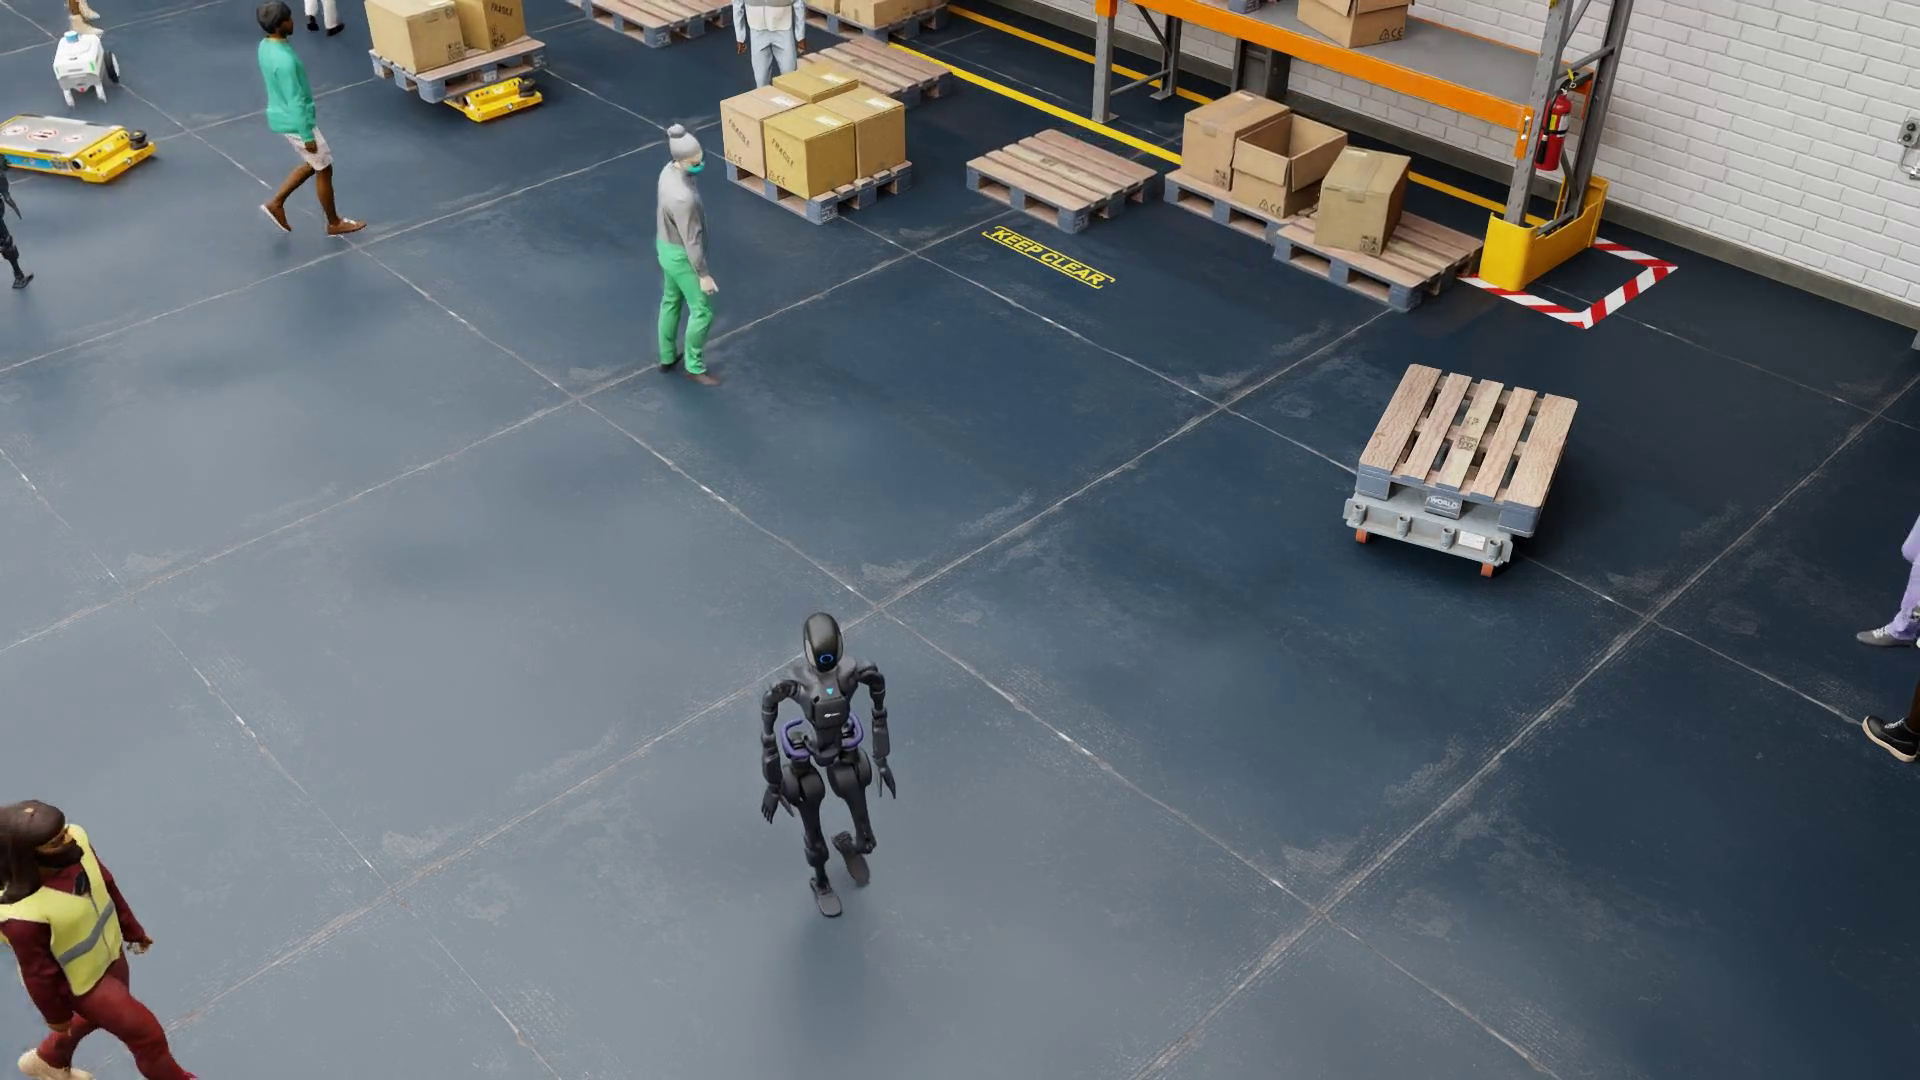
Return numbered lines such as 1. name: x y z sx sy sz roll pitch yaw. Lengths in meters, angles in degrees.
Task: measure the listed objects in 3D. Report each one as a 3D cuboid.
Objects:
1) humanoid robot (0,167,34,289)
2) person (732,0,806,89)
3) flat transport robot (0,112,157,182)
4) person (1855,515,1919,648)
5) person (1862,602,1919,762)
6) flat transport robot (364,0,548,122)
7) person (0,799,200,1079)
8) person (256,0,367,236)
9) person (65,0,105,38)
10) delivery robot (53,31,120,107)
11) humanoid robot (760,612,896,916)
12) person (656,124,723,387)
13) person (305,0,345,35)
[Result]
1. humanoid robot: -6.917 -2.379 11.569 0.584 1.647 0.779 -5 37 -7
2. person: -1.567 -4.208 13.750 0.597 1.907 0.411 1 37 2
3. flat transport robot: -7.537 -3.274 13.867 1.431 0.231 0.659 10 38 13
4. person: 5.178 -0.167 8.474 0.583 1.814 0.621 5 37 6
5. person: 4.804 0.234 7.817 0.600 1.966 0.368 -9 38 -12
6. flat transport robot: -4.463 -4.135 15.008 1.431 0.231 0.659 31 47 34
7. person: -3.312 1.596 6.206 0.844 1.738 0.473 -2 37 -2
8. person: -4.939 -3.070 12.304 0.632 1.831 0.503 -21 42 -25
9. person: -8.466 -5.843 15.838 0.530 1.994 0.707 0 37 0
10. delivery robot: -7.898 -4.266 14.951 0.499 0.604 0.807 -11 39 -15
11. humanoid robot: -0.580 0.951 7.104 0.589 1.643 0.382 -13 39 -16
12. person: -1.804 -1.843 10.688 0.425 1.823 0.620 -12 39 -16
13. person: -6.134 -5.675 15.814 0.552 1.760 0.413 6 38 8
